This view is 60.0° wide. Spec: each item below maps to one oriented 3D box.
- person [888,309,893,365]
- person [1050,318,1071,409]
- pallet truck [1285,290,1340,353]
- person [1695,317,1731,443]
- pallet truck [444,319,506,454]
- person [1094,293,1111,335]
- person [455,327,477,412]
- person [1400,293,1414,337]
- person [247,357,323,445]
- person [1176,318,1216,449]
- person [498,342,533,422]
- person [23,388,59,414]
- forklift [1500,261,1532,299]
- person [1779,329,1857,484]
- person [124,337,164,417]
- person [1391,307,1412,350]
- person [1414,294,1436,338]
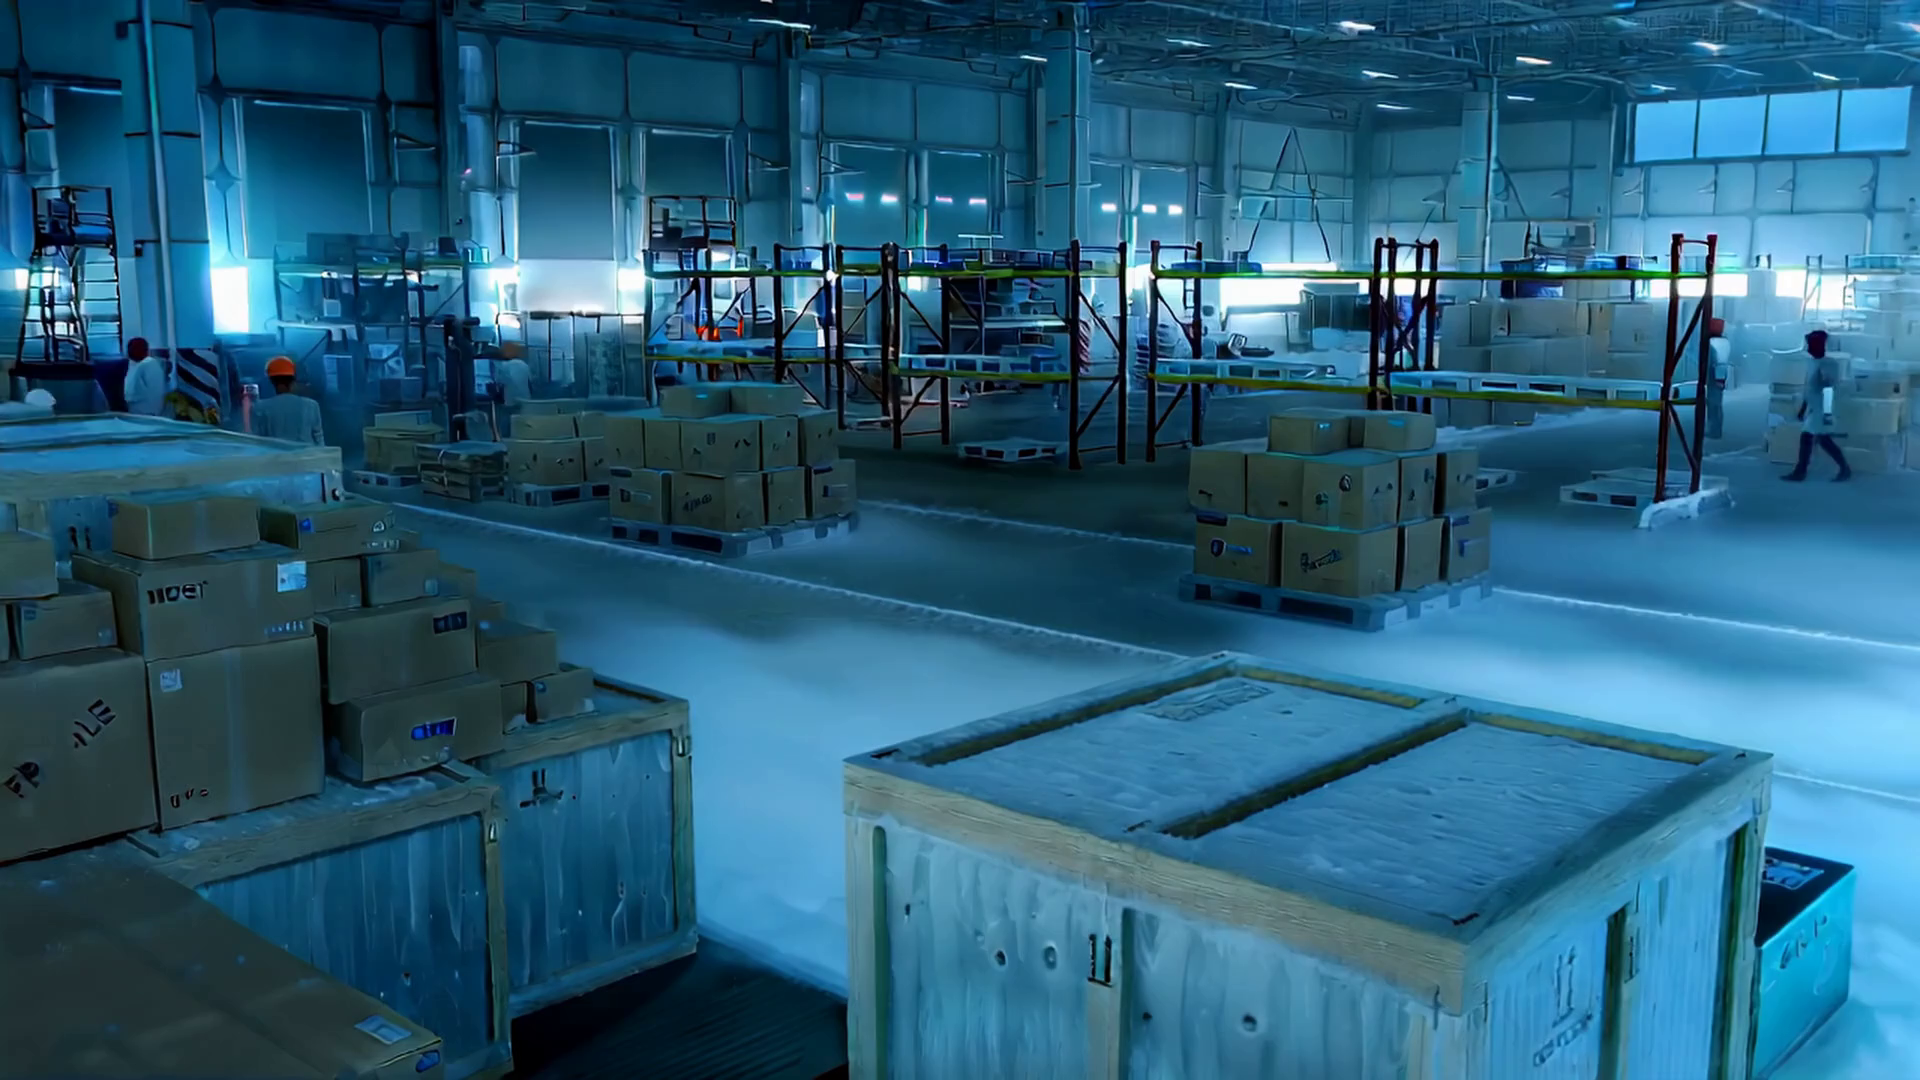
[{"bbox_3d":[-1.729,-5.264,43.645,0.313,1.633,0.520,3,10,19],"label":"person"},{"bbox_3d":[1.933,-3.333,31.480,0.485,1.737,0.320,2,9,10],"label":"person"},{"bbox_3d":[11.297,-6.951,52.861,1.885,1.965,0.823,-5,11,-29],"label":"pallet truck"},{"bbox_3d":[11.570,-2.443,25.466,0.591,1.919,0.392,-9,13,-44],"label":"person"},{"bbox_3d":[-6.981,-1.942,22.150,1.885,1.965,0.823,1,9,9],"label":"pallet truck"},{"bbox_3d":[4.393,-6.644,51.200,0.543,1.929,0.387,-1,9,-9],"label":"person"},{"bbox_3d":[-7.989,-2.611,26.725,0.345,1.844,0.507,3,10,20],"label":"person"},{"bbox_3d":[14.571,-7.100,54.129,0.576,1.881,0.354,-1,9,-7],"label":"person"},{"bbox_3d":[-5.668,-0.577,14.026,0.588,1.918,0.400,-4,10,-22],"label":"person"},{"bbox_3d":[3.504,-2.321,24.674,0.627,1.934,0.372,-3,10,-18],"label":"person"},{"bbox_3d":[-6.105,-1.920,23.054,0.759,1.656,0.571,6,11,32],"label":"person"},{"bbox_3d":[-7.016,-0.312,12.888,0.549,1.750,0.519,3,10,19],"label":"person"},{"bbox_3d":[12.654,-4.978,38.067,1.873,2.768,1.129,9,13,43],"label":"forklift"},{"bbox_3d":[10.696,-1.640,20.545,0.837,1.925,0.598,5,10,26],"label":"person"},{"bbox_3d":[-9.965,-1.557,20.309,0.450,1.826,0.658,-8,12,-41],"label":"person"},{"bbox_3d":[8.624,-3.591,32.520,0.554,1.908,0.784,7,12,38],"label":"person"},{"bbox_3d":[13.265,-6.040,47.458,0.627,1.941,0.373,5,11,29],"label":"person"}]
